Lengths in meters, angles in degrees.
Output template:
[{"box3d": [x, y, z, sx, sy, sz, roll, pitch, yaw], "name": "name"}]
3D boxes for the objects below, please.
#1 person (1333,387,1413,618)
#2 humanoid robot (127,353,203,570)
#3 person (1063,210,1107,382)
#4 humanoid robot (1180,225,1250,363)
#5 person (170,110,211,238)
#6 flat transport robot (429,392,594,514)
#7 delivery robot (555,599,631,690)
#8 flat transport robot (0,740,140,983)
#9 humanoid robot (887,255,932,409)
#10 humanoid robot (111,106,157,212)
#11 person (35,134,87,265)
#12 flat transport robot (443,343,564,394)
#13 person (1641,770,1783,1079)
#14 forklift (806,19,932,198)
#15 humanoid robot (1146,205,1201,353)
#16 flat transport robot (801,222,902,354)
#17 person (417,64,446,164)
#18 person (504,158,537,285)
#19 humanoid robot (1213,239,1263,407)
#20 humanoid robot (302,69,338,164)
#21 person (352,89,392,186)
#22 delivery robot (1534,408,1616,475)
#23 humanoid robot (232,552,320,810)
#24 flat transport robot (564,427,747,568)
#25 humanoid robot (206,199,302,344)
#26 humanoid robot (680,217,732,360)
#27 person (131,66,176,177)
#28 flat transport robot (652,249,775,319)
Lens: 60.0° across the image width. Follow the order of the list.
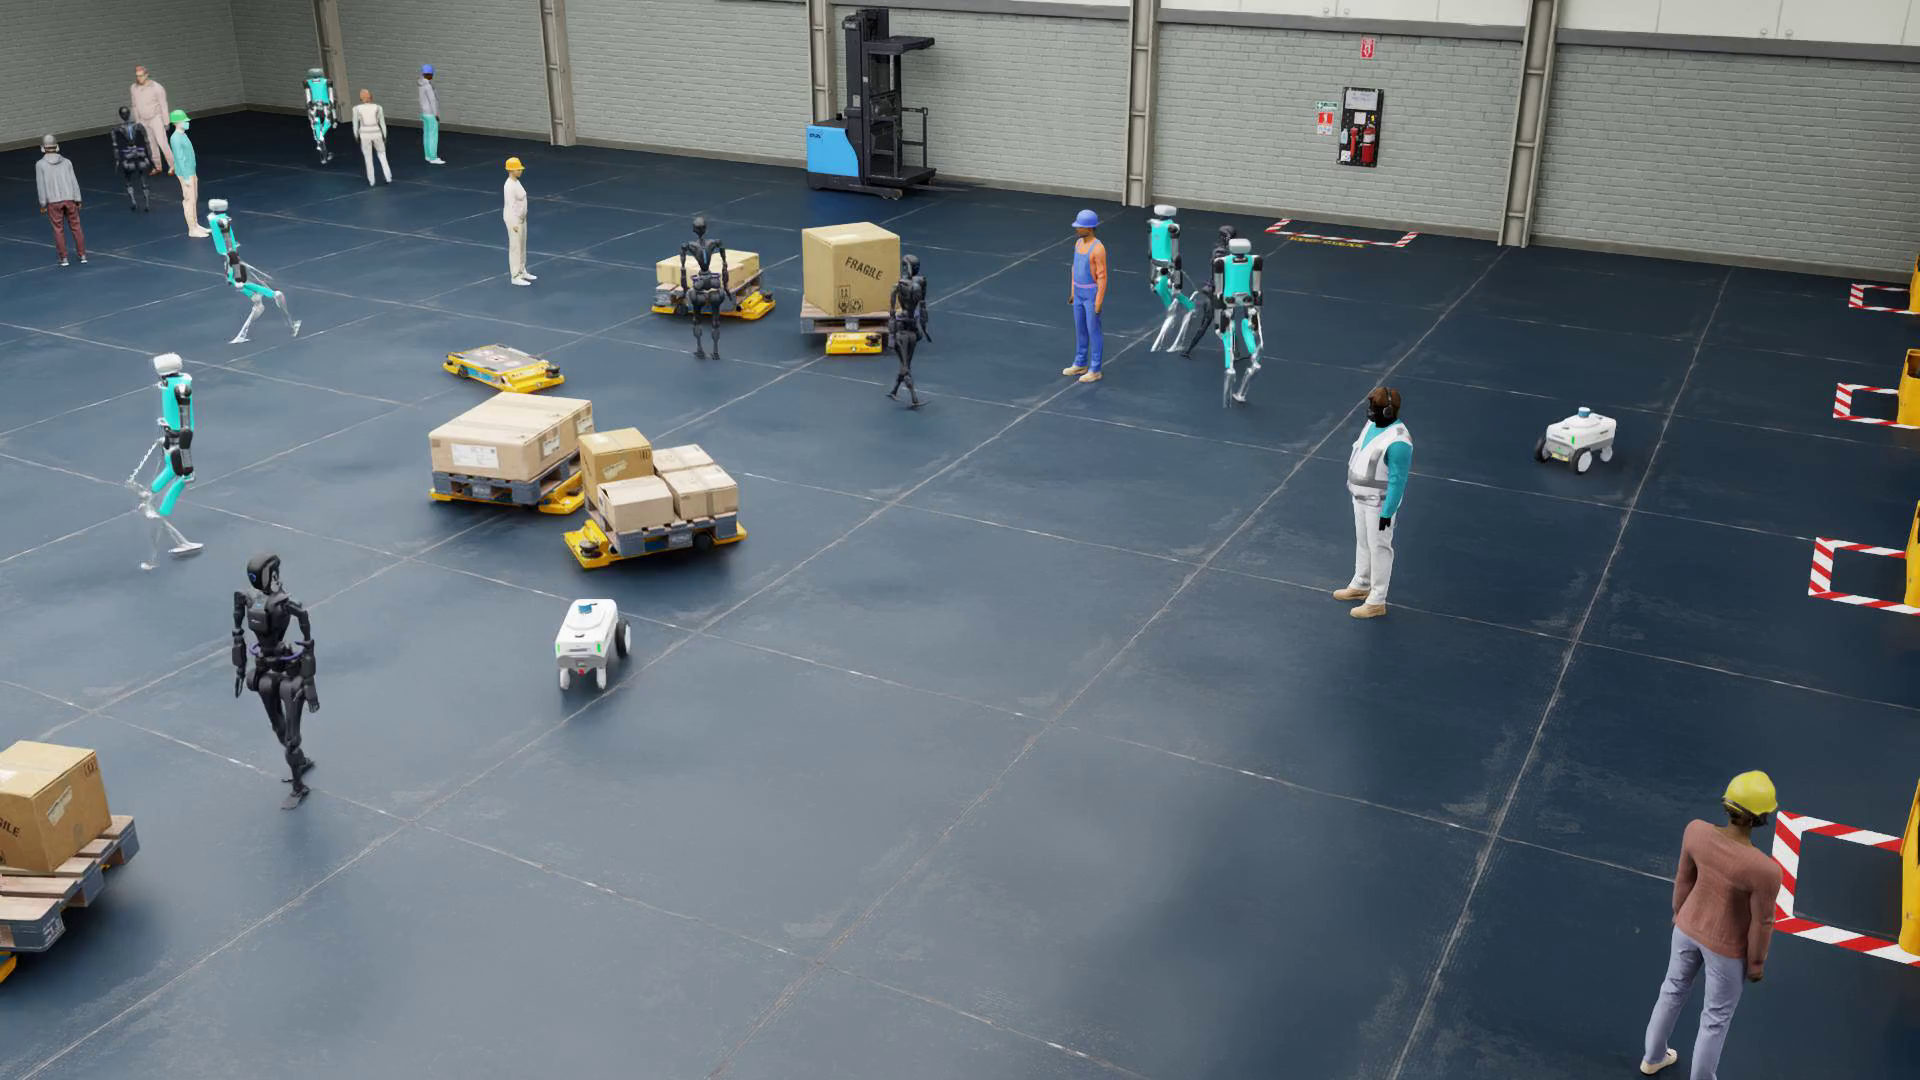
[{"box3d": [3.203, -0.300, 12.871, 0.429, 1.844, 0.622, -4, 24, -9], "name": "person"}, {"box3d": [-6.650, -0.573, 13.776, 0.774, 1.900, 0.548, -16, 28, -32], "name": "humanoid robot"}, {"box3d": [1.404, -2.699, 18.371, 0.370, 1.906, 0.518, -14, 27, -29], "name": "person"}, {"box3d": [2.947, -2.799, 18.972, 0.831, 1.625, 0.615, 14, 27, 29], "name": "humanoid robot"}, {"box3d": [-11.553, -5.482, 24.891, 0.347, 1.874, 0.518, -5, 24, -12], "name": "person"}, {"box3d": [-4.081, -0.502, 15.331, 1.431, 0.231, 0.659, 7, 24, 15], "name": "flat transport robot"}, {"box3d": [-2.711, 0.718, 12.135, 0.499, 0.600, 0.802, -1, 23, -1], "name": "delivery robot"}, {"box3d": [-5.413, 2.059, 9.370, 0.659, 0.231, 1.431, 1, 23, 3], "name": "flat transport robot"}, {"box3d": [-0.530, -2.213, 17.588, 0.715, 1.628, 0.606, 19, 30, 37], "name": "humanoid robot"}, {"box3d": [-13.173, -6.070, 26.515, 0.616, 1.641, 0.455, -19, 29, -37], "name": "humanoid robot"}, {"box3d": [-12.626, -4.776, 23.337, 0.543, 1.807, 0.378, -20, 30, -38], "name": "person"}, {"box3d": [-5.124, -1.917, 18.625, 1.431, 0.231, 0.659, 20, 30, 39], "name": "flat transport robot"}, {"box3d": [3.602, 1.880, 7.904, 0.343, 1.760, 0.521, -12, 26, -26], "name": "person"}, {"box3d": [-1.573, -7.292, 27.850, 1.873, 2.768, 1.129, 12, 26, 25], "name": "forklift"}, {"box3d": [2.509, -3.022, 19.358, 0.746, 1.801, 0.556, -14, 27, -29], "name": "humanoid robot"}, {"box3d": [-1.293, -2.536, 20.067, 0.659, 0.231, 1.431, -1, 23, -2], "name": "flat transport robot"}, {"box3d": [-9.682, -7.780, 30.382, 0.375, 1.771, 0.523, -15, 27, -31], "name": "person"}, {"box3d": [-5.936, -4.276, 22.315, 0.332, 1.693, 0.477, 0, 23, 0], "name": "person"}, {"box3d": [2.966, -2.180, 17.508, 0.547, 1.884, 0.728, -3, 23, -8], "name": "humanoid robot"}, {"box3d": [-11.503, -7.546, 29.869, 0.550, 1.725, 1.046, 0, 23, 0], "name": "humanoid robot"}, {"box3d": [-10.090, -6.894, 28.485, 0.529, 1.626, 0.415, -13, 26, -27], "name": "person"}, {"box3d": [5.997, -0.987, 16.084, 0.767, 0.583, 0.499, -16, 28, -32], "name": "delivery robot"}, {"box3d": [-4.291, 0.842, 10.441, 0.601, 1.636, 0.571, 5, 24, 12], "name": "humanoid robot"}, {"box3d": [-2.601, -0.056, 14.292, 1.431, 0.231, 0.659, -11, 26, -24], "name": "flat transport robot"}, {"box3d": [-8.342, -3.218, 19.806, 0.967, 1.757, 0.542, -16, 28, -33], "name": "humanoid robot"}, {"box3d": [-2.926, -2.901, 19.123, 0.600, 1.649, 0.386, -7, 24, -16], "name": "humanoid robot"}, {"box3d": [-14.209, -7.356, 29.241, 0.662, 1.898, 0.402, 6, 24, 13], "name": "person"}, {"box3d": [-3.144, -3.028, 21.211, 1.431, 0.231, 0.659, 5, 24, 12], "name": "flat transport robot"}]
